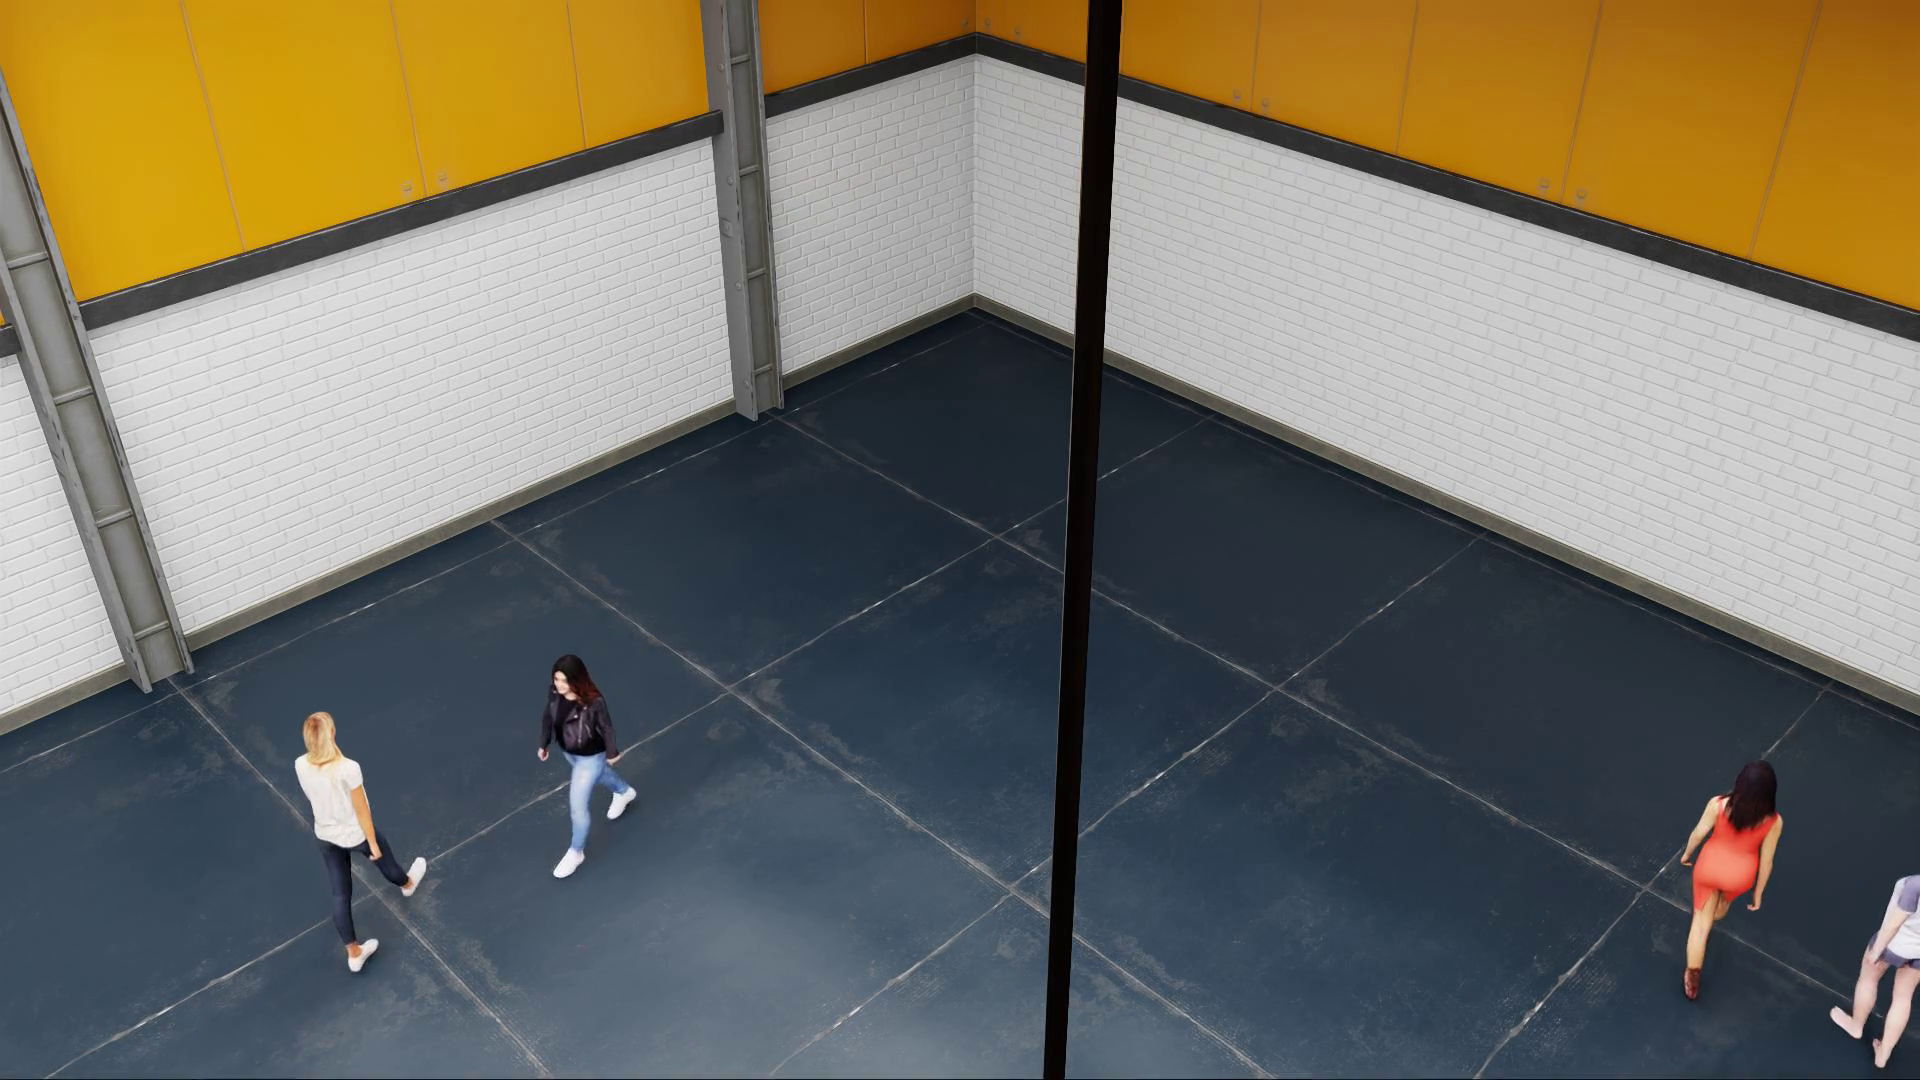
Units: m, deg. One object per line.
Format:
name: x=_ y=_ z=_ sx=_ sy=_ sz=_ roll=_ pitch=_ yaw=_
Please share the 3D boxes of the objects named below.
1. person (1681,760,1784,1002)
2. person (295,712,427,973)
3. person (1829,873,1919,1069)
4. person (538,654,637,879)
person: x=4.552 y=2.068 z=9.929 sx=0.906 sy=1.680 sz=1.161 roll=12 pitch=36 yaw=18
person: x=-3.783 y=1.886 z=10.123 sx=1.033 sy=1.768 sz=1.188 roll=6 pitch=34 yaw=9
person: x=5.411 y=2.327 z=9.472 sx=0.804 sy=1.755 sz=0.863 roll=1 pitch=34 yaw=2
person: x=-2.457 y=1.370 z=11.060 sx=0.790 sy=1.590 sz=1.162 roll=20 pitch=38 yaw=27
